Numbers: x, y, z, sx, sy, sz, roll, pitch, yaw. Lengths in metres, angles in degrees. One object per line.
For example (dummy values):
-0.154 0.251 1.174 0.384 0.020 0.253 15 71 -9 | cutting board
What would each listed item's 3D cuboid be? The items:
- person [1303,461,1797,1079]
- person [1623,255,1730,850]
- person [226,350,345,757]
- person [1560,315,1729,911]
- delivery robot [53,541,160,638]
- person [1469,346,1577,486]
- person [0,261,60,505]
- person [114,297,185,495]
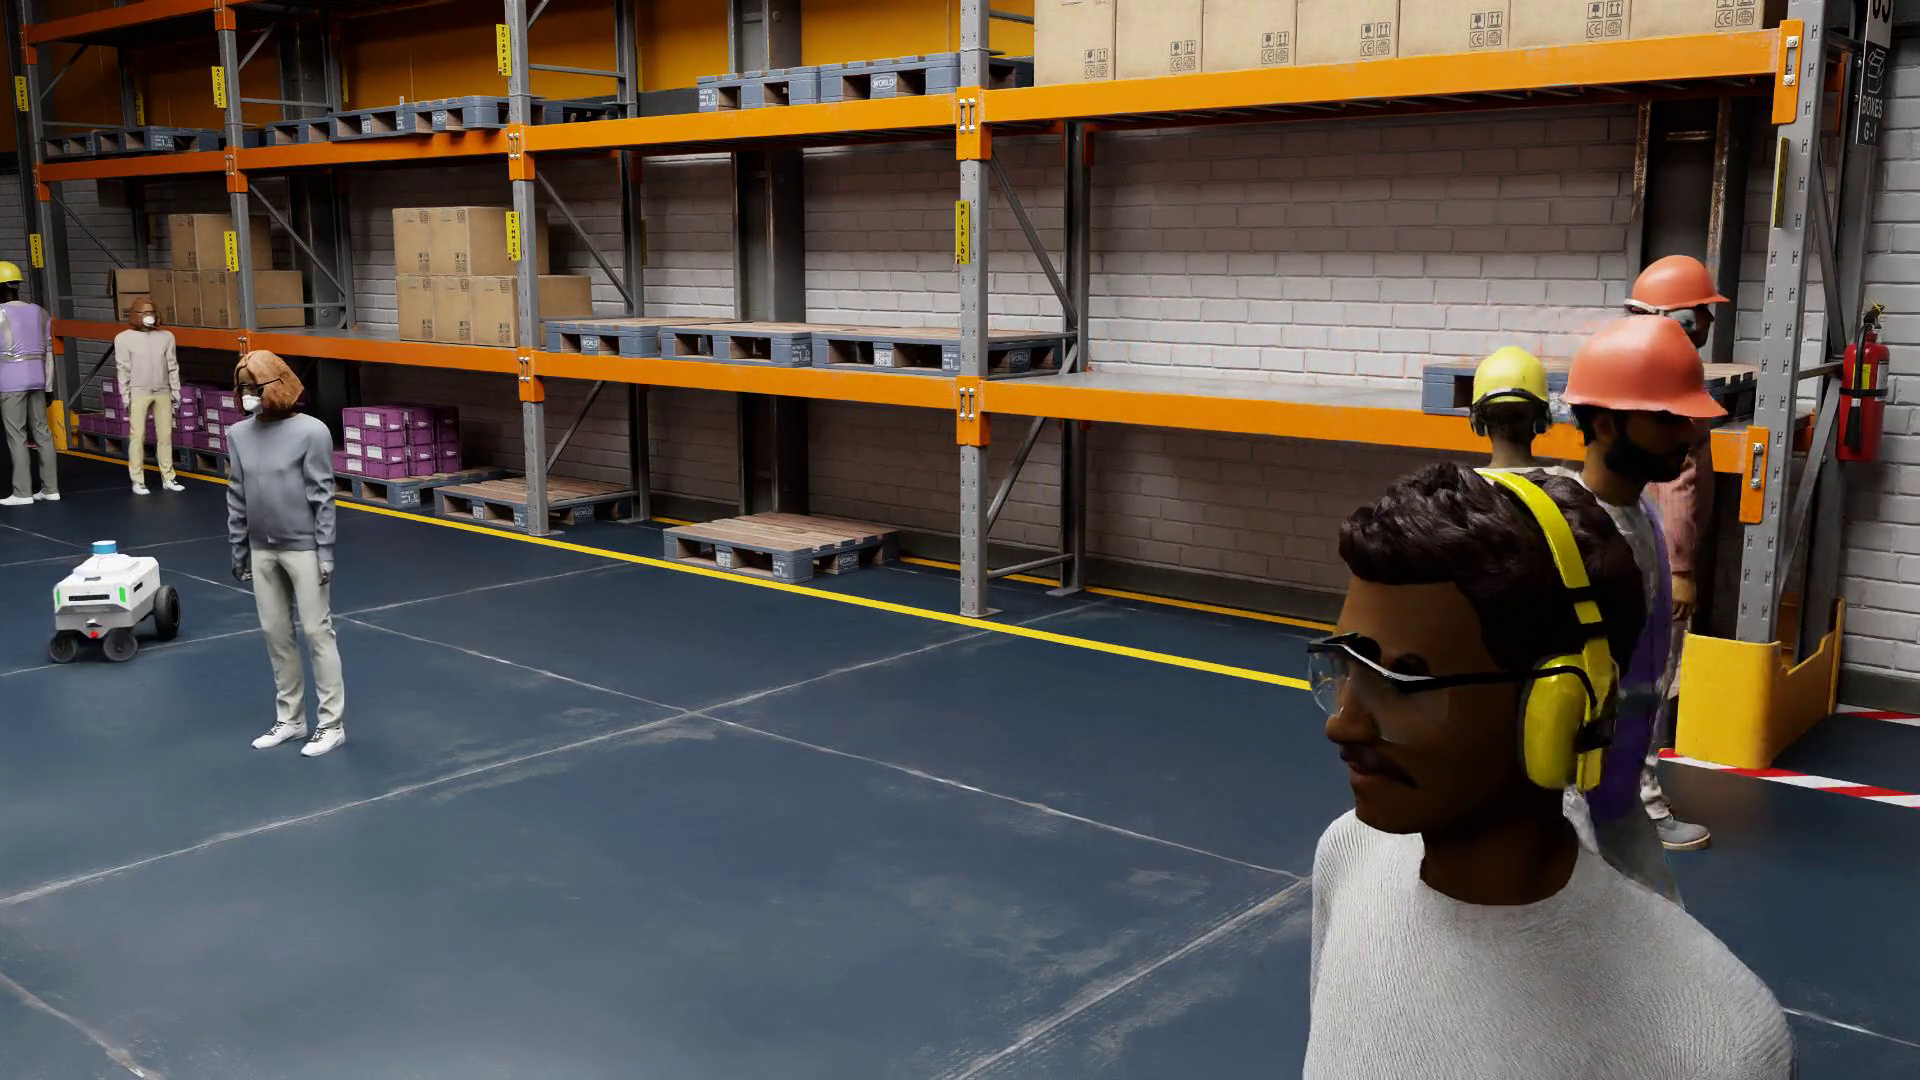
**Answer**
0.396 0.860 1.375 0.313 1.869 0.531 -5 11 -24 | person
2.375 0.040 5.679 0.375 1.997 0.611 1 10 4 | person
-2.718 0.051 6.678 0.510 1.622 0.295 3 10 18 | person
1.302 0.507 3.326 0.568 1.883 0.975 -9 14 -43 | person
-4.266 0.248 8.333 0.477 0.478 0.707 -2 10 -13 | delivery robot
1.450 0.368 4.474 0.526 1.765 0.329 -1 10 -7 | person
-7.446 -1.231 13.150 0.401 1.919 0.588 4 11 21 | person
-6.691 -1.189 13.742 0.286 1.625 0.497 8 13 39 | person
